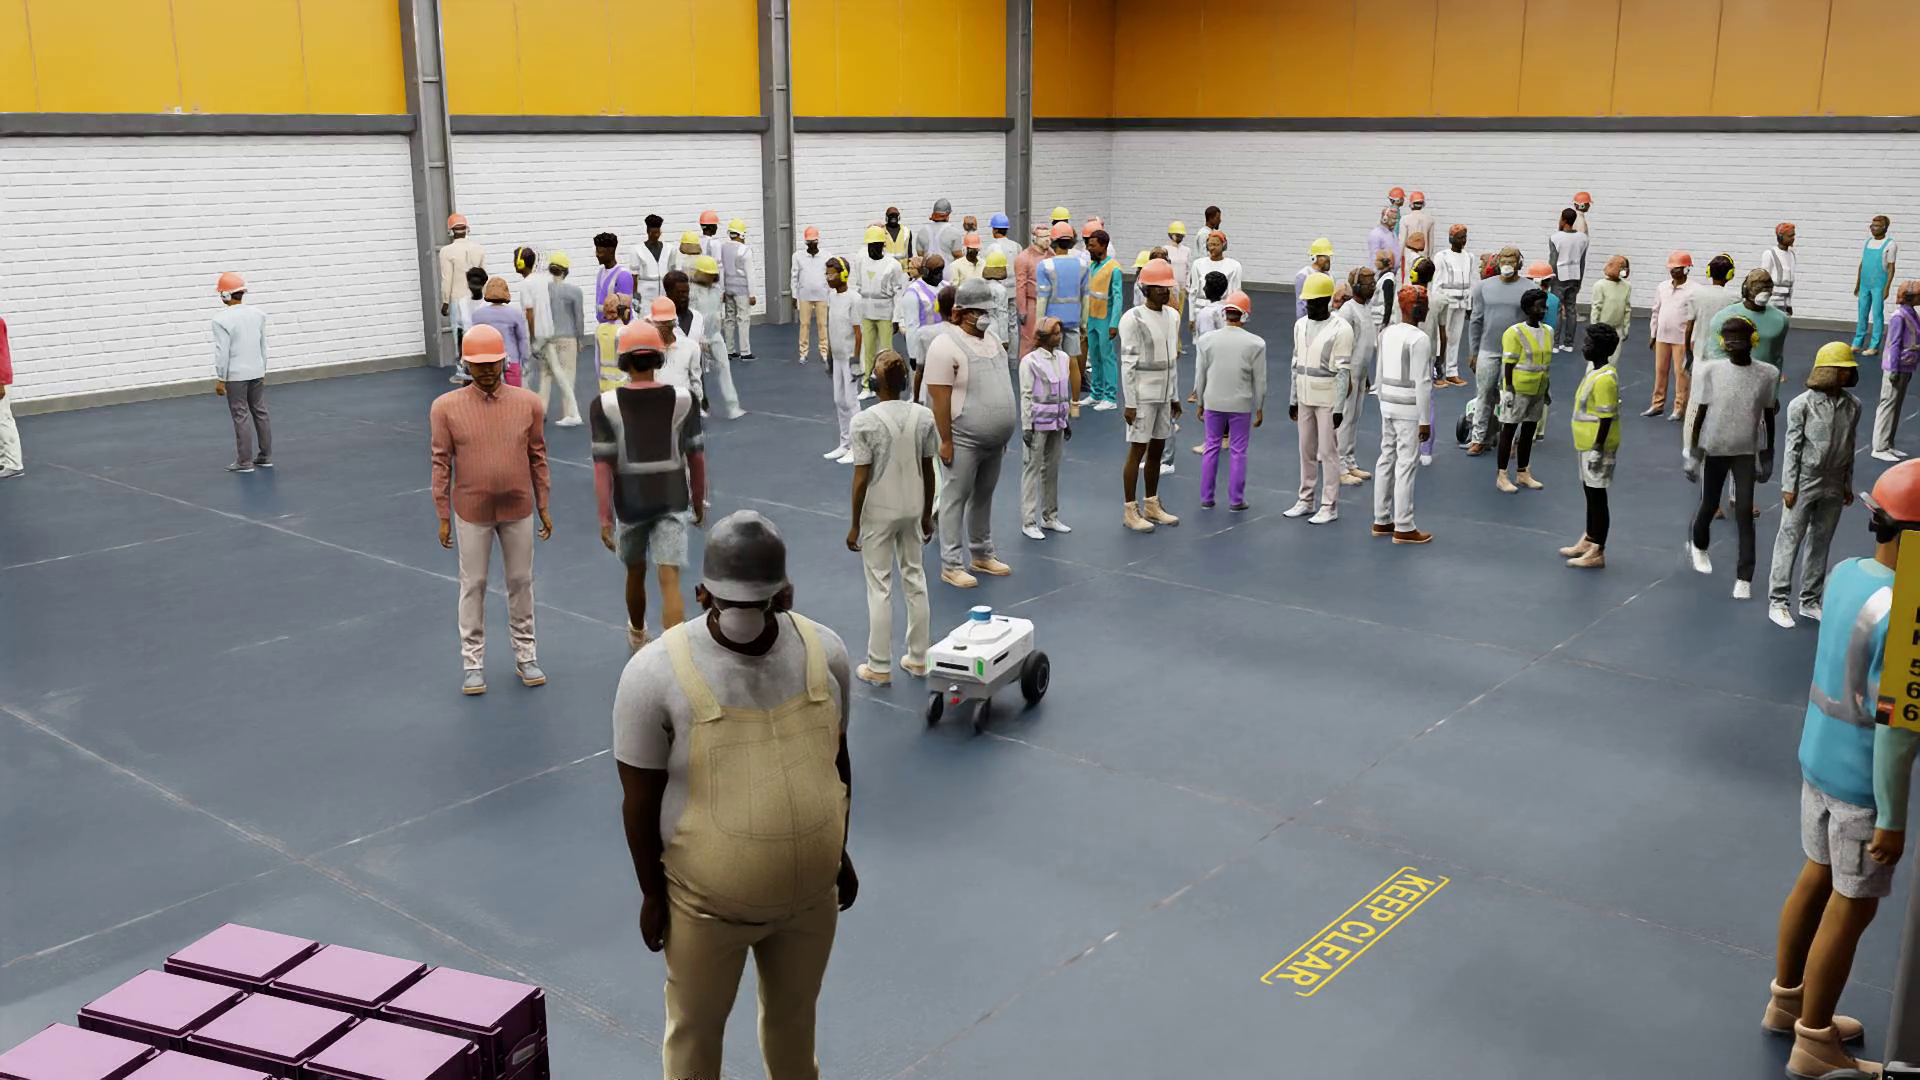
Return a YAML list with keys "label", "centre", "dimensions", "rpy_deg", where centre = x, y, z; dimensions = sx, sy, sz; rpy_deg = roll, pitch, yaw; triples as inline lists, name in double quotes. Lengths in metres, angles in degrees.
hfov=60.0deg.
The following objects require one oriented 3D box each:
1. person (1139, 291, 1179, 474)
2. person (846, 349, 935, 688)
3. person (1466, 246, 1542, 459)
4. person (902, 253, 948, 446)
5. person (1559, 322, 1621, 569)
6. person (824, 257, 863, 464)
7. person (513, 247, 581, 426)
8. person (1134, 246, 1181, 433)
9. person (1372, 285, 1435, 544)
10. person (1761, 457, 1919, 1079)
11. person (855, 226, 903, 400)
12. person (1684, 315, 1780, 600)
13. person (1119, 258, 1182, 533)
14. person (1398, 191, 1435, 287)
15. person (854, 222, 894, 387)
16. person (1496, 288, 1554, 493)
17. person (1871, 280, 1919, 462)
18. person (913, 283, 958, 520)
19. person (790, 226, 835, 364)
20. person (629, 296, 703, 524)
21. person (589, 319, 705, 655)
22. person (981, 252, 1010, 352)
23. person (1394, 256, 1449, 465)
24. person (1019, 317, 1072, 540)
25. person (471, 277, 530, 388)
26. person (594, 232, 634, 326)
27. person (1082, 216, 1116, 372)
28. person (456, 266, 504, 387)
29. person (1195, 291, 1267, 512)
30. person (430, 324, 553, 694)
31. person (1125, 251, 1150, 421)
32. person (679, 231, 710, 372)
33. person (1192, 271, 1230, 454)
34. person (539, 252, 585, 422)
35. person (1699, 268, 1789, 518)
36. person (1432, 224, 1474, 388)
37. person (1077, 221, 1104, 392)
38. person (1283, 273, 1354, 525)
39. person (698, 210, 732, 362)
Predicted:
- label: "person"
  centre: [1.755, -1.393, 14.568]
  dimensions: [0.281, 1.633, 0.500]
  rpy_deg: [-3, 14, -10]
- label: "person"
  centre: [-0.374, -0.115, 9.029]
  dimensions: [0.520, 1.844, 0.330]
  rpy_deg: [-8, 16, -30]
- label: "person"
  centre: [4.969, -1.715, 15.236]
  dimensions: [0.629, 1.940, 0.373]
  rpy_deg: [6, 15, 22]
- label: "person"
  centre: [-0.266, -1.804, 15.823]
  dimensions: [0.429, 1.830, 0.635]
  rpy_deg: [12, 18, 40]
- label: "person"
  centre: [4.373, -0.648, 11.460]
  dimensions: [0.321, 1.696, 0.536]
  rpy_deg: [3, 14, 13]
- label: "person"
  centre: [-1.060, -1.624, 15.051]
  dimensions: [0.346, 1.857, 0.523]
  rpy_deg: [-10, 17, -34]
- label: "person"
  centre: [-4.300, -2.053, 16.851]
  dimensions: [1.006, 1.809, 0.483]
  rpy_deg: [5, 15, 20]
- label: "person"
  centre: [1.950, -1.966, 16.427]
  dimensions: [0.508, 1.846, 0.345]
  rpy_deg: [9, 17, 33]
- label: "person"
  centre: [3.253, -0.916, 12.156]
  dimensions: [0.355, 1.883, 0.573]
  rpy_deg: [-5, 15, -19]
- label: "person"
  centre: [2.877, 0.737, 5.250]
  dimensions: [0.408, 2.034, 0.608]
  rpy_deg: [2, 14, 9]
- label: "person"
  centre: [-0.913, -2.483, 18.322]
  dimensions: [0.586, 1.928, 0.369]
  rpy_deg: [8, 16, 28]
- label: "person"
  centre: [5.097, -0.590, 11.007]
  dimensions: [0.554, 1.828, 0.843]
  rpy_deg: [6, 15, 23]
- label: "person"
  centre: [1.456, -1.085, 12.505]
  dimensions: [0.375, 2.043, 0.611]
  rpy_deg: [14, 19, 43]
- label: "person"
  centre: [7.095, -4.440, 26.008]
  dimensions: [0.626, 1.992, 0.387]
  rpy_deg: [-4, 15, -14]
- label: "person"
  centre: [-0.955, -2.729, 19.350]
  dimensions: [0.405, 1.911, 0.636]
  rpy_deg: [7, 16, 26]
- label: "person"
  centre: [4.712, -1.241, 13.831]
  dimensions: [0.533, 1.697, 0.319]
  rpy_deg: [-8, 16, -28]
- label: "person"
  centre: [8.557, -1.541, 15.151]
  dimensions: [0.305, 1.637, 0.522]
  rpy_deg: [12, 18, 40]
- label: "person"
  centre: [-0.113, -1.022, 12.644]
  dimensions: [0.551, 1.847, 0.397]
  rpy_deg: [-1, 14, -5]
- label: "person"
  centre: [-1.877, -3.131, 21.266]
  dimensions: [0.573, 1.750, 0.330]
  rpy_deg: [-2, 14, -6]
- label: "person"
  centre: [-2.228, -0.976, 12.656]
  dimensions: [0.561, 1.752, 0.324]
  rpy_deg: [-4, 15, -17]
- label: "person"
  centre: [-1.704, -0.214, 9.163]
  dimensions: [0.621, 1.991, 1.072]
  rpy_deg: [-4, 15, -15]
- label: "person"
  centre: [0.368, -2.087, 17.119]
  dimensions: [0.295, 1.744, 0.491]
  rpy_deg: [-8, 16, -28]
- label: "person"
  centre: [4.088, -1.591, 14.877]
  dimensions: [0.513, 1.872, 0.328]
  rpy_deg: [-1, 14, -3]
- label: "person"
  centre: [0.632, -0.833, 12.322]
  dimensions: [0.306, 1.637, 0.522]
  rpy_deg: [12, 19, 41]
- label: "person"
  centre: [-4.275, -1.632, 15.520]
  dimensions: [0.507, 1.632, 0.272]
  rpy_deg: [-2, 14, -9]
- label: "person"
  centre: [-3.523, -2.153, 16.955]
  dimensions: [0.373, 1.958, 0.603]
  rpy_deg: [-10, 17, -36]
- label: "person"
  centre: [1.650, -3.039, 20.591]
  dimensions: [0.407, 1.908, 0.642]
  rpy_deg: [-6, 15, -23]
- label: "person"
  centre: [-4.643, -1.829, 16.194]
  dimensions: [0.571, 1.683, 0.402]
  rpy_deg: [5, 15, 19]
- label: "person"
  centre: [2.142, -1.089, 13.138]
  dimensions: [0.575, 1.739, 0.354]
  rpy_deg: [6, 15, 23]
- label: "person"
  centre: [-2.496, -0.164, 8.922]
  dimensions: [0.623, 1.992, 0.396]
  rpy_deg: [-7, 16, -25]
- label: "person"
  centre: [1.879, -2.030, 16.845]
  dimensions: [0.312, 1.768, 0.522]
  rpy_deg: [-2, 14, -10]
- label: "person"
  centre: [-3.275, -2.898, 20.355]
  dimensions: [0.296, 1.744, 0.484]
  rpy_deg: [4, 15, 16]
- label: "person"
  centre: [2.360, -1.637, 15.413]
  dimensions: [0.322, 1.696, 0.536]
  rpy_deg: [10, 17, 35]
- label: "person"
  centre: [-4.105, -2.066, 17.042]
  dimensions: [0.543, 1.739, 0.449]
  rpy_deg: [0, 14, 2]
- label: "person"
  centre: [6.081, -1.133, 12.909]
  dimensions: [0.629, 1.940, 0.379]
  rpy_deg: [-2, 14, -7]
- label: "person"
  centre: [5.738, -2.722, 19.373]
  dimensions: [0.575, 1.882, 0.355]
  rpy_deg: [-7, 16, -27]
- label: "person"
  centre: [1.495, -2.667, 19.042]
  dimensions: [0.373, 1.934, 0.551]
  rpy_deg: [0, 14, 2]
- label: "person"
  centre: [2.737, -1.085, 12.759]
  dimensions: [0.397, 1.920, 0.587]
  rpy_deg: [-8, 16, -31]
- label: "person"
  centre: [-3.214, -3.273, 21.459]
  dimensions: [0.552, 1.937, 0.356]
  rpy_deg: [12, 18, 40]
